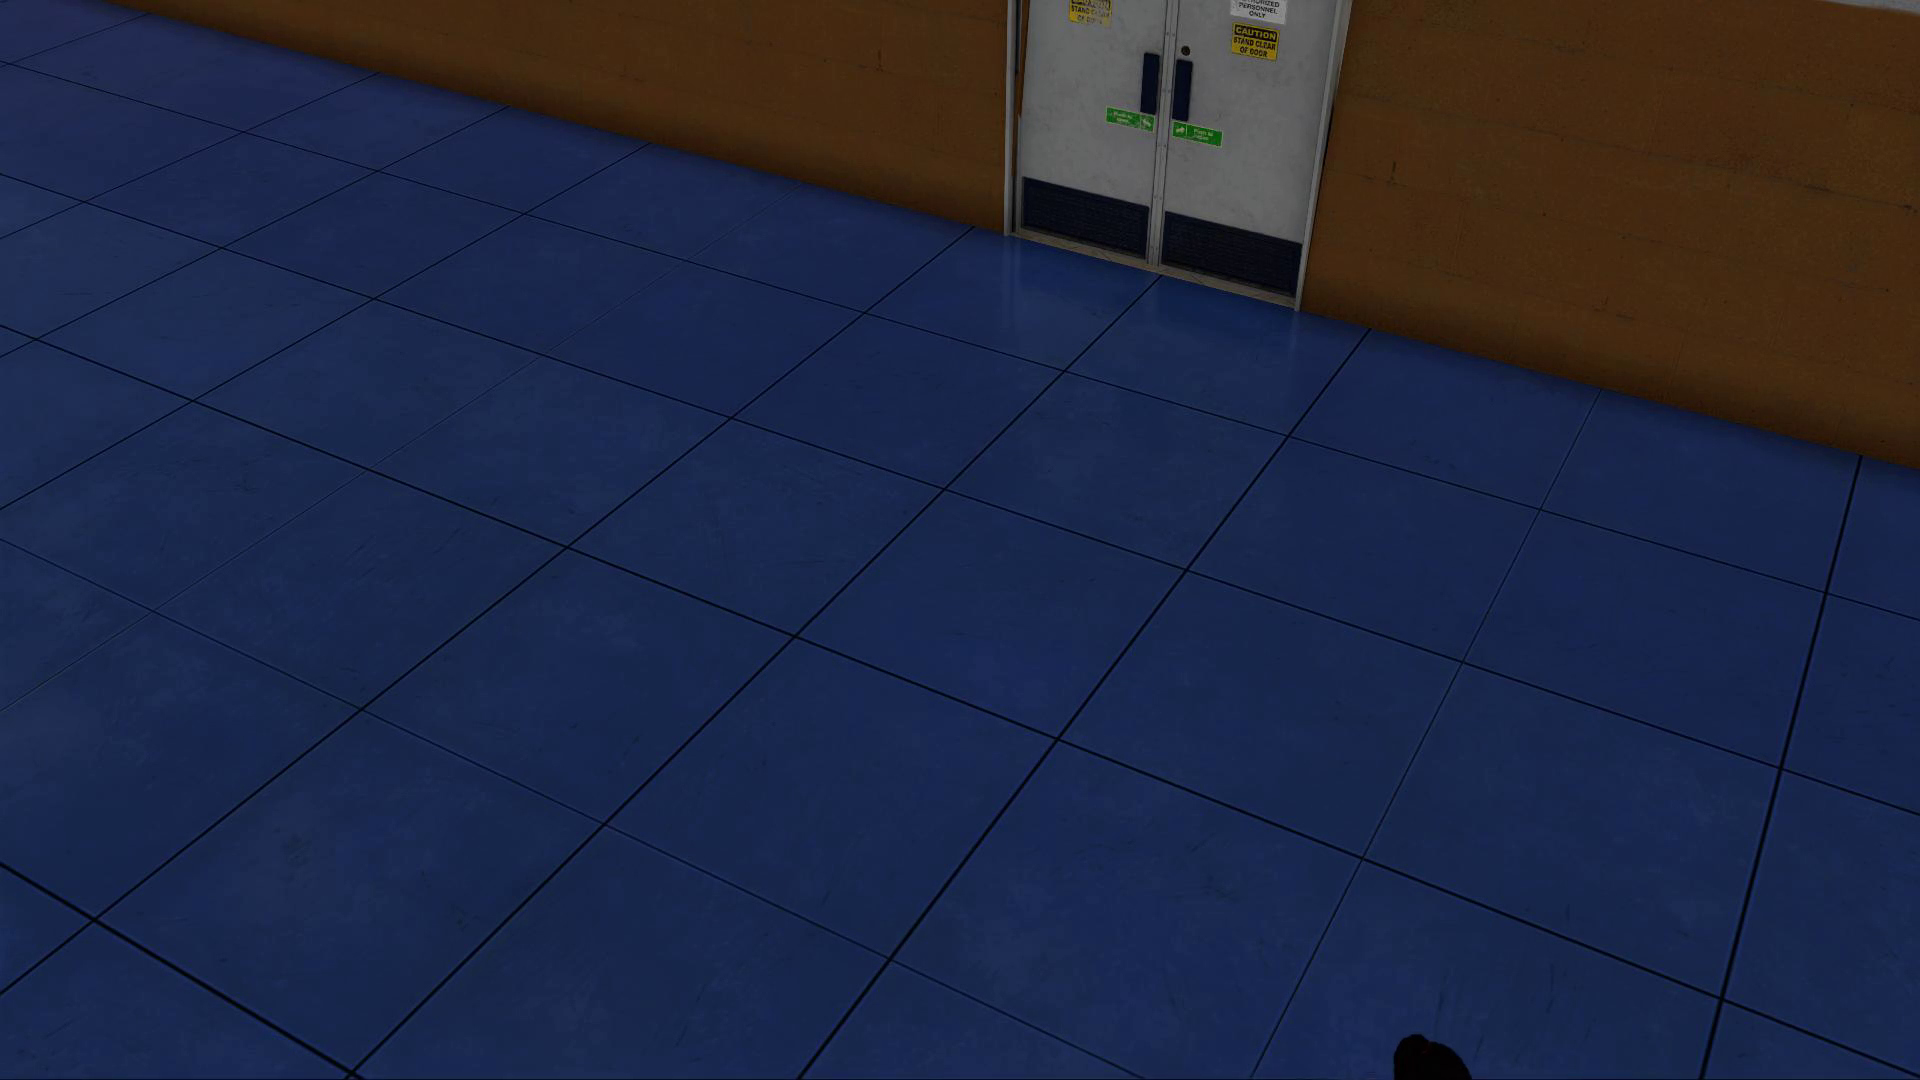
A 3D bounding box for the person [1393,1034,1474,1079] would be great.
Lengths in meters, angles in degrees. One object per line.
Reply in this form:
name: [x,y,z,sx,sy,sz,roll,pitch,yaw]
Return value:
person: [1.129,1.787,4.520,0.792,1.430,0.767,-29,46,-33]
